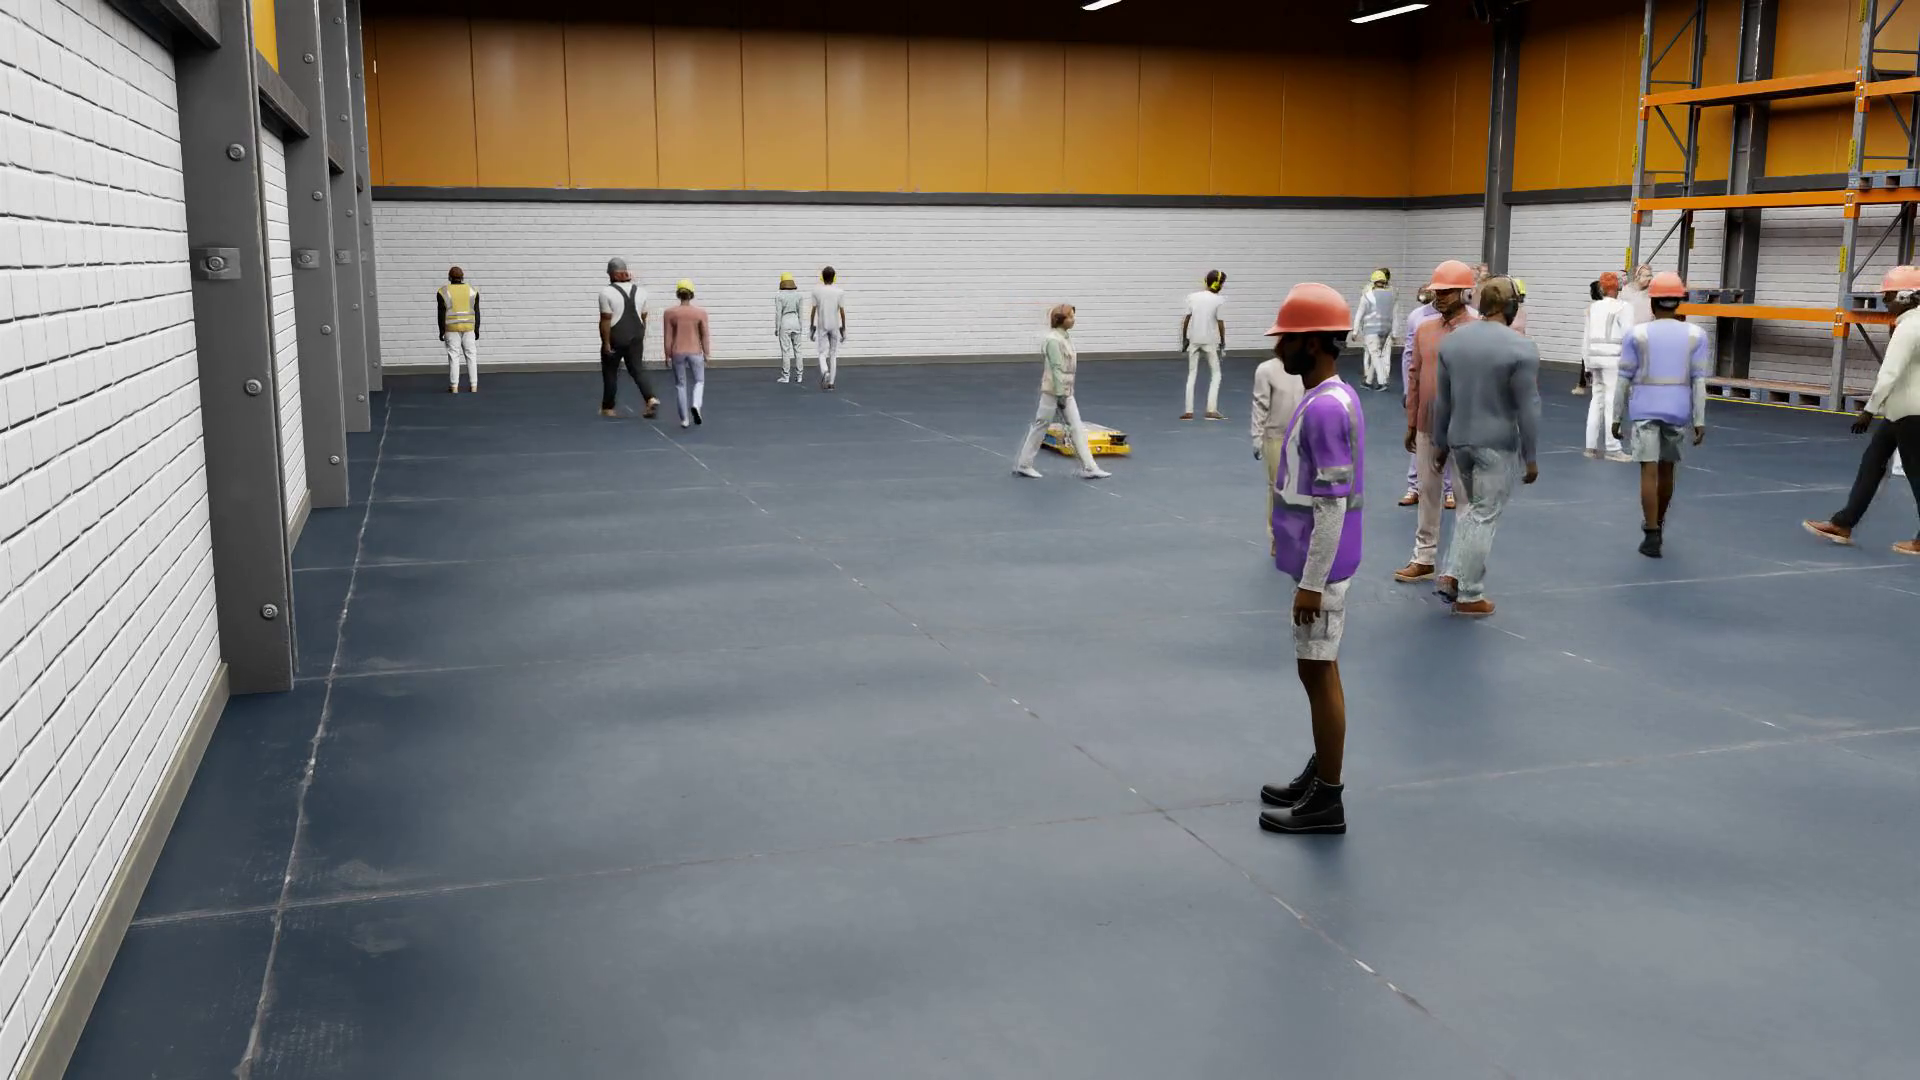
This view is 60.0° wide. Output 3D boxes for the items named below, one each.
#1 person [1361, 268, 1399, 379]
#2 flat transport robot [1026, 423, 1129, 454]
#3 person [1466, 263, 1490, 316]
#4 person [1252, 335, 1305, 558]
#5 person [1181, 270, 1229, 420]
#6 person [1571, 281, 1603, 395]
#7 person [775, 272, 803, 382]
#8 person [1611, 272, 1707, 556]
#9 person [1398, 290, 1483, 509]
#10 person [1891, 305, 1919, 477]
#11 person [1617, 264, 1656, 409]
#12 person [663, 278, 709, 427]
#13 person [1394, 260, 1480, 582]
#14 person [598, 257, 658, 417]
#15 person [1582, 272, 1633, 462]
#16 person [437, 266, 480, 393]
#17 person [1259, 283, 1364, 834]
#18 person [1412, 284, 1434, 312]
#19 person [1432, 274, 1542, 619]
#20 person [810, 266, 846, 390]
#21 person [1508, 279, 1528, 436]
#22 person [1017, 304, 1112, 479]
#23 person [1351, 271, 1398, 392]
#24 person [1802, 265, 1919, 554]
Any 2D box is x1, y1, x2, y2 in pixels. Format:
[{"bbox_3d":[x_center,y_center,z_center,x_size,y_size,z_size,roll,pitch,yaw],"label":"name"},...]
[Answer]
[{"bbox_3d":[6.869,-3.561,27.293,0.621,1.811,0.876,0,10,2],"label":"person"},{"bbox_3d":[1.208,-1.071,17.302,0.652,0.197,1.431,-3,10,-14],"label":"flat transport robot"},{"bbox_3d":[8.666,-3.706,27.917,0.644,1.880,0.796,-2,10,-11],"label":"person"},{"bbox_3d":[2.183,-0.636,10.922,0.517,1.605,0.718,1,10,4],"label":"person"},{"bbox_3d":[3.008,-2.371,20.322,0.668,1.837,0.344,6,11,30],"label":"person"},{"bbox_3d":[9.097,-2.847,23.576,0.531,1.656,0.881,-4,10,-20],"label":"person"},{"bbox_3d":[-2.716,-3.364,26.341,0.484,1.736,0.305,-6,12,-32],"label":"person"},{"bbox_3d":[4.785,-0.878,11.451,0.563,1.898,0.945,2,10,9],"label":"person"},{"bbox_3d":[3.846,-1.201,13.325,0.642,1.909,0.399,6,12,31],"label":"person"},{"bbox_3d":[8.771,-1.470,14.907,0.588,1.904,0.722,-9,13,-41],"label":"person"},{"bbox_3d":[8.884,-2.667,21.863,0.668,1.894,0.400,-3,10,-15],"label":"person"},{"bbox_3d":[-3.185,-2.164,19.357,0.528,1.756,0.483,-1,10,-6],"label":"person"},{"bbox_3d":[2.979,-0.700,10.169,0.381,1.994,0.617,-8,13,-40],"label":"person"},{"bbox_3d":[-4.136,-2.533,20.649,0.692,2.000,0.953,-10,14,-44],"label":"person"},{"bbox_3d":[6.430,-1.707,16.450,0.338,1.855,0.731,-3,10,-15],"label":"person"},{"bbox_3d":[-7.335,-3.071,24.342,0.627,1.844,0.429,-6,12,-31],"label":"person"},{"bbox_3d":[1.228,0.071,5.872,0.369,1.935,0.552,2,10,13],"label":"person"},{"bbox_3d":[6.725,-2.872,23.852,0.744,1.606,0.494,-6,12,-33],"label":"person"},{"bbox_3d":[2.946,-0.509,9.268,0.456,1.917,0.641,-6,12,-33],"label":"person"},{"bbox_3d":[-1.957,-3.138,24.700,0.547,1.852,0.538,-1,10,-8],"label":"person"},{"bbox_3d":[6.099,-2.000,18.400,0.546,1.748,0.516,-7,12,-35],"label":"person"},{"bbox_3d":[0.901,-1.329,14.981,0.881,1.588,0.530,4,11,21],"label":"person"},{"bbox_3d":[6.169,-3.081,24.591,0.591,1.788,0.927,-4,10,-20],"label":"person"},{"bbox_3d":[6.305,-0.880,11.349,0.963,1.946,0.612,6,11,30],"label":"person"}]
